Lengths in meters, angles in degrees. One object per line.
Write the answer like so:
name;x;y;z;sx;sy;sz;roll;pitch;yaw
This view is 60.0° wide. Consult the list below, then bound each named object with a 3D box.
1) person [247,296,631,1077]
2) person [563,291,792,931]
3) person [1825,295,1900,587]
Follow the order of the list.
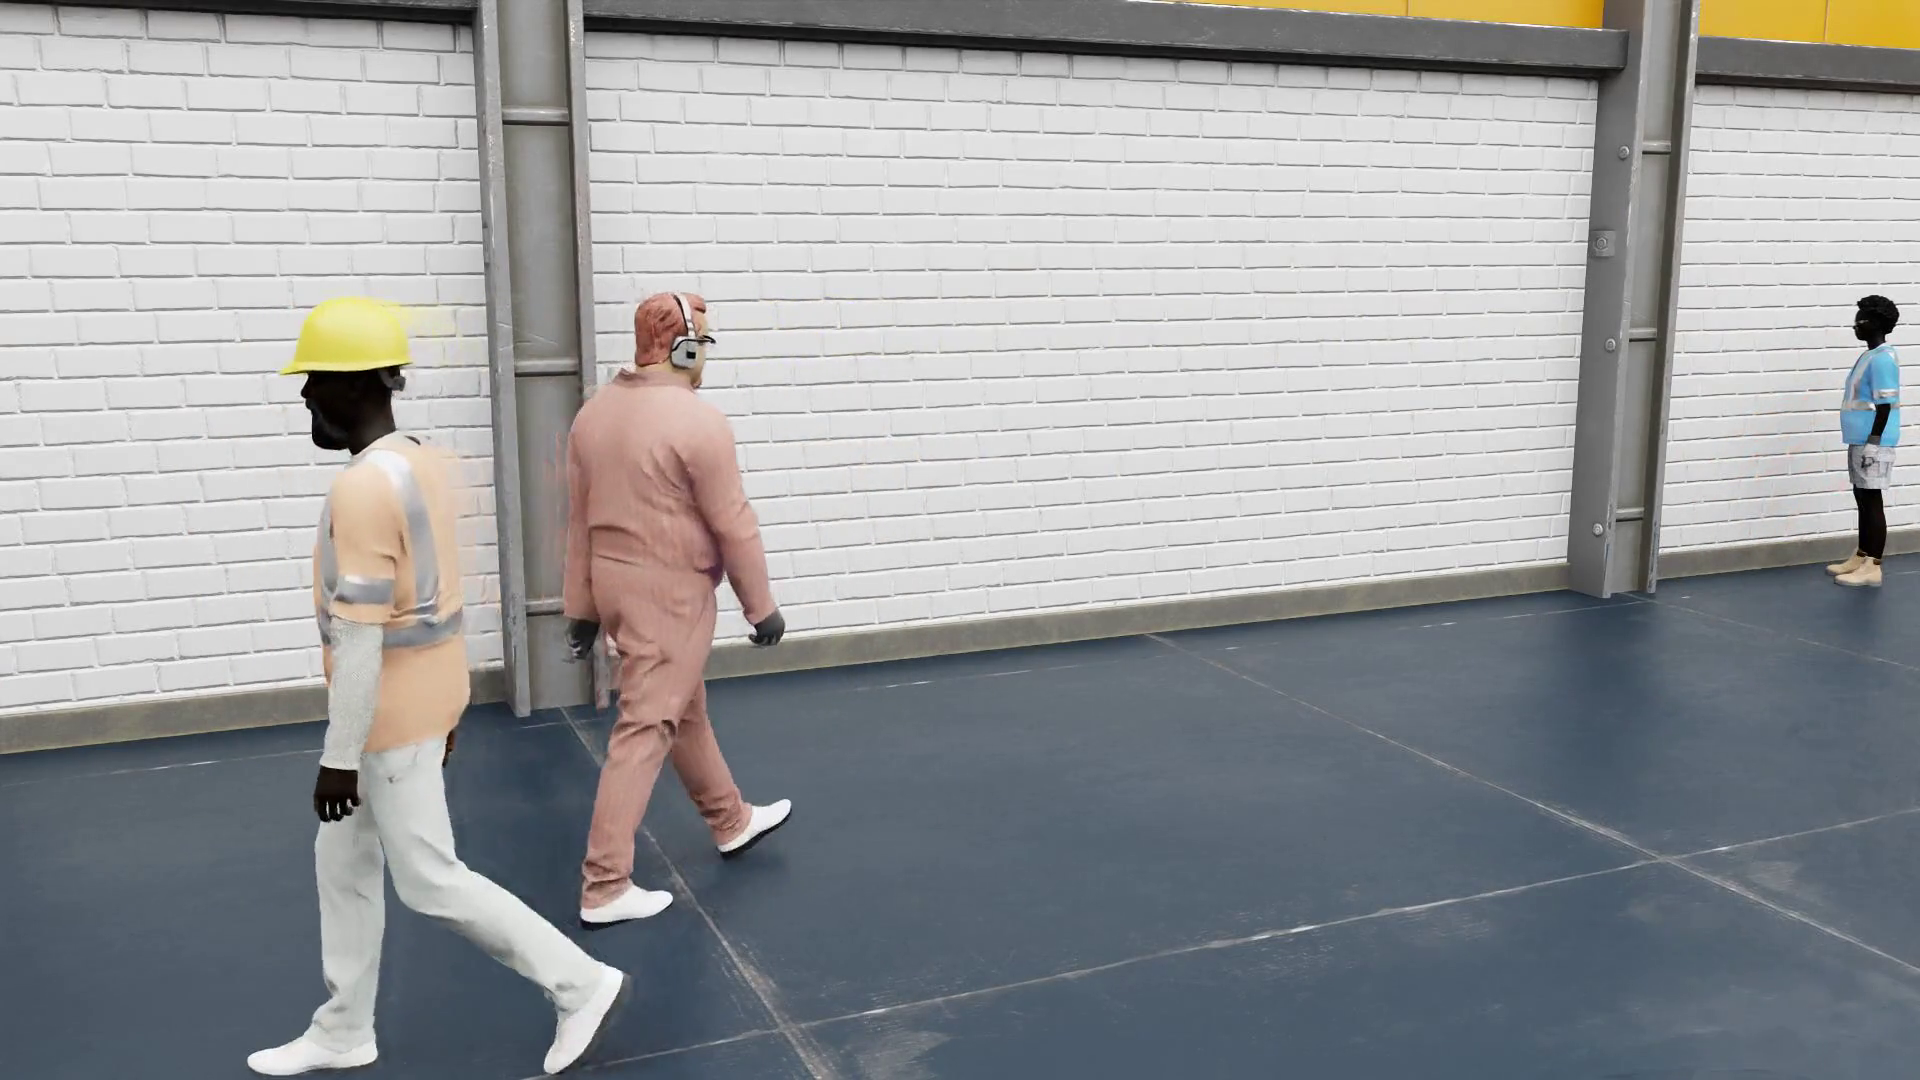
person;-1.260;0.377;3.918;0.866;1.899;0.588;-2;10;-11
person;-0.817;0.190;5.044;0.948;1.856;0.638;-9;14;-42
person;5.310;-0.578;9.733;0.317;1.695;0.540;4;11;20
